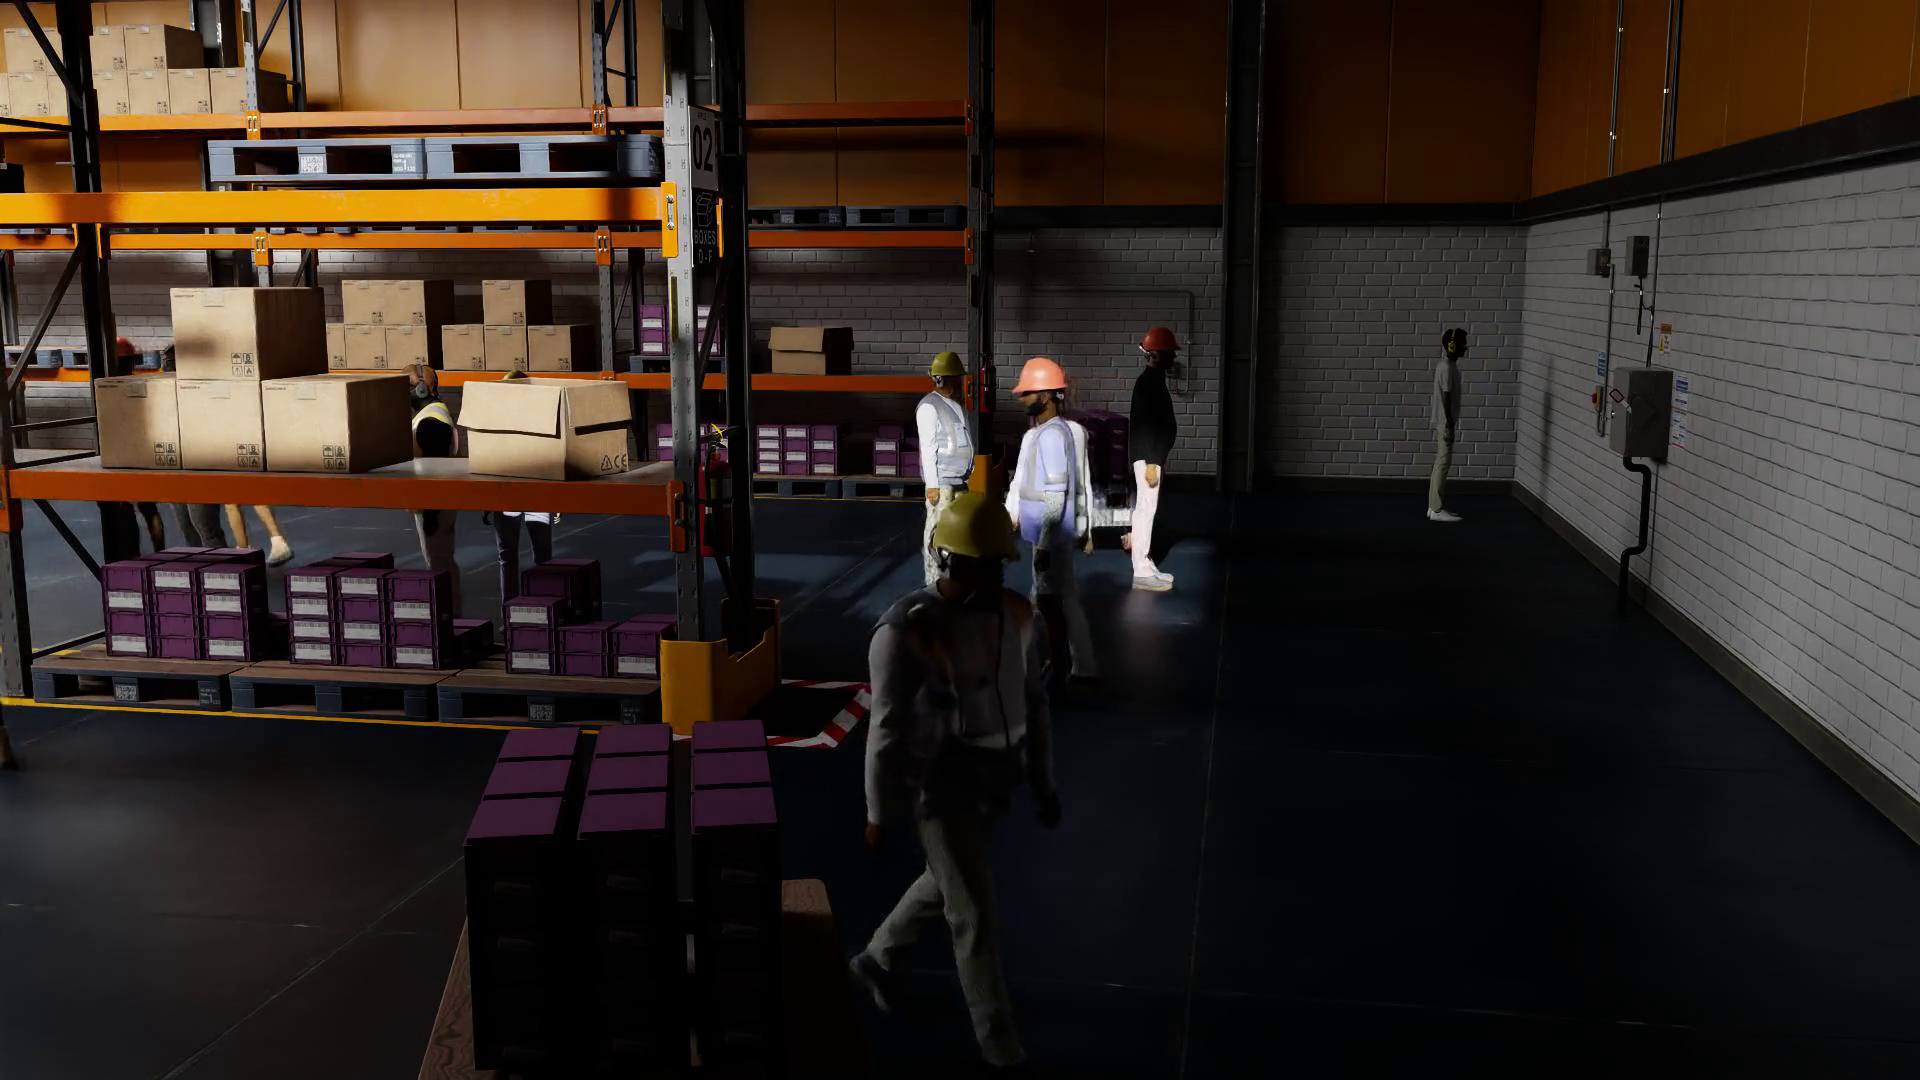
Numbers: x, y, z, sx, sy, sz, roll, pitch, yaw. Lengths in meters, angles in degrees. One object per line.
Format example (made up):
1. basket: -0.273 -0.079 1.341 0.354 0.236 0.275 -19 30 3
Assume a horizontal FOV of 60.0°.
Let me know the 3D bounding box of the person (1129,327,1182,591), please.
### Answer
1. person: 1.484 -0.624 12.697 0.390 1.995 0.613 2 9 13

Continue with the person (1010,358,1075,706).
1. person: 0.457 -0.041 9.264 0.362 1.934 0.551 1 9 3

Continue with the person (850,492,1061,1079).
1. person: -0.041 0.717 5.060 0.613 1.788 0.919 -9 13 -43

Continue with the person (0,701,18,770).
1. person: -5.057 0.142 7.984 1.069 1.982 0.628 1 9 8

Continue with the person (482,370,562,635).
1. person: -2.907 -0.239 11.025 0.533 1.765 0.322 -3 10 -19

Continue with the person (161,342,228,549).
1. person: -5.412 -0.441 11.734 0.635 1.938 0.361 7 11 36

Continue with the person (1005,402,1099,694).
1. person: 0.447 -0.055 9.639 0.921 1.839 0.575 5 11 30

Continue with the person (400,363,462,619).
1. person: -3.401 -0.214 10.682 0.430 1.834 0.621 -4 10 -21

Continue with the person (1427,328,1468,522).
1. person: 4.740 -1.117 16.148 0.310 1.868 0.533 2 9 11

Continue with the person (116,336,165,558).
1. person: -6.468 -0.625 12.939 0.438 1.930 0.560 -2 9 -11

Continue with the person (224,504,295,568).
1. person: -5.791 -0.727 13.302 0.560 2.011 0.649 5 10 28

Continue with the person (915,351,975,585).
1. person: -0.092 -0.465 12.213 0.403 1.833 0.591 4 10 23
